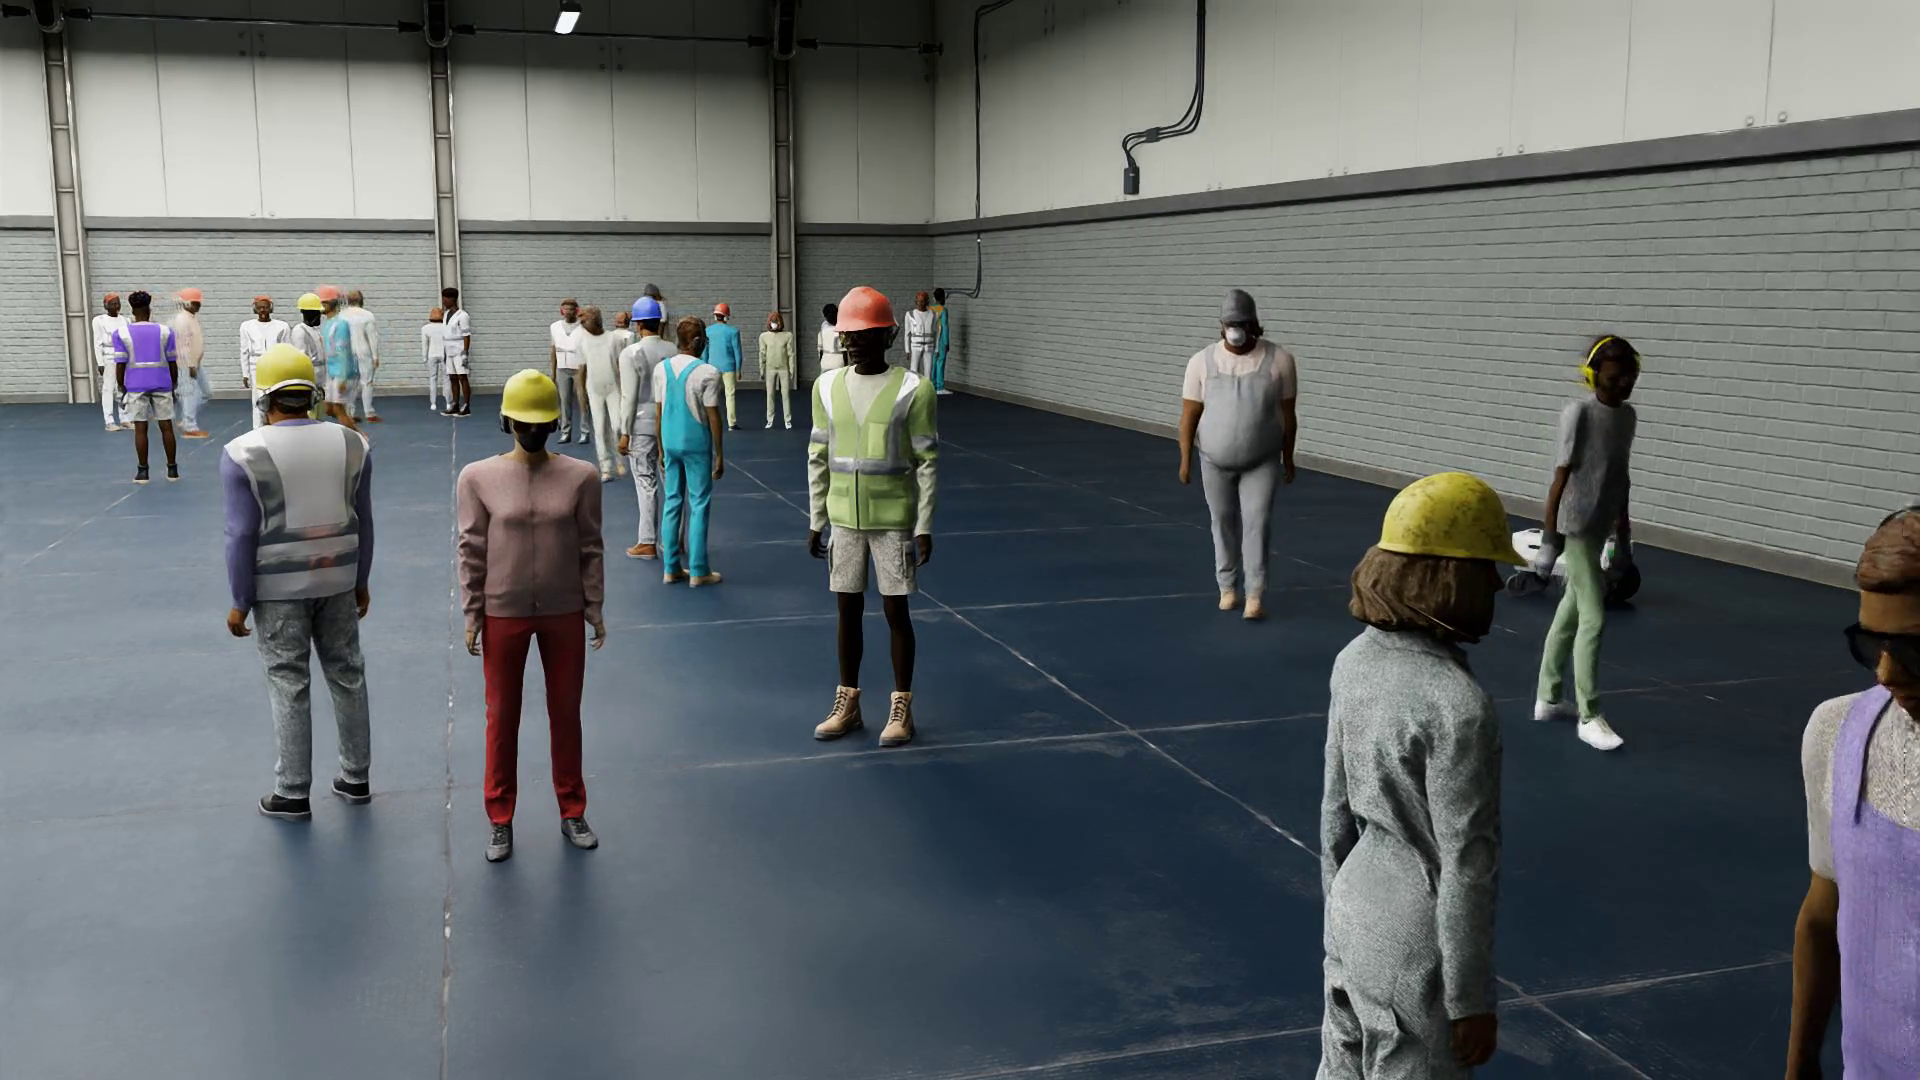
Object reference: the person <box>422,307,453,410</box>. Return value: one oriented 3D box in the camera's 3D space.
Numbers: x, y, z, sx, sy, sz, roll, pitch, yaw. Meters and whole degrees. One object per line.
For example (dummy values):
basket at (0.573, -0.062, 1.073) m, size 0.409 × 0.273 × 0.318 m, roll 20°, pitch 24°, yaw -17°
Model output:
person at (-8.324, -2.896, 26.577) m, size 0.507 × 1.632 × 0.274 m, roll -2°, pitch 9°, yaw -13°

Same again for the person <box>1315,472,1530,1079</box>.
person at (0.828, 0.744, 3.018) m, size 0.314 × 1.740 × 0.486 m, roll -2°, pitch 9°, yaw -13°

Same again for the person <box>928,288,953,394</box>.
person at (-0.385, -3.595, 30.133) m, size 0.391 × 1.918 × 0.605 m, roll -5°, pitch 10°, yaw -31°

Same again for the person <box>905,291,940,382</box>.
person at (-0.609, -3.097, 27.066) m, size 0.576 × 1.883 × 0.354 m, roll -2°, pitch 9°, yaw -12°

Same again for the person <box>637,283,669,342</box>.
person at (-5.373, -3.552, 29.467) m, size 0.776 × 2.000 × 0.687 m, roll -6°, pitch 11°, yaw -32°

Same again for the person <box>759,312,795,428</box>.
person at (-2.545, -2.357, 23.175) m, size 0.499 × 1.627 × 0.279 m, roll 0°, pitch 9°, yaw 0°

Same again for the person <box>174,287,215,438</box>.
person at (-10.005, -2.305, 21.706) m, size 0.439 × 1.972 × 0.625 m, roll -1°, pitch 9°, yaw -8°

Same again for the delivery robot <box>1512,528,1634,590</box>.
delivery robot at (3.952, 0.075, 10.755) m, size 0.477 × 0.478 × 0.707 m, roll -9°, pitch 13°, yaw -44°

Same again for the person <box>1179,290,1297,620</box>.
person at (1.685, -0.533, 10.208) m, size 0.704 × 2.000 × 0.846 m, roll 3°, pitch 9°, yaw 17°

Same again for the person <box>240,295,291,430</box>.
person at (-8.434, -2.027, 20.242) m, size 0.575 × 1.883 × 0.355 m, roll -4°, pitch 10°, yaw -23°

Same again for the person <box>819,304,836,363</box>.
person at (-2.066, -2.874, 26.229) m, size 0.317 × 1.698 × 0.540 m, roll -1°, pitch 9°, yaw -5°

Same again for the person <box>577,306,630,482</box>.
person at (-3.661, -1.503, 17.109) m, size 0.559 × 1.821 × 0.400 m, roll 0°, pitch 9°, yaw 1°

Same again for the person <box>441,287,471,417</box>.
person at (-7.638, -2.840, 25.179) m, size 0.601 × 1.960 × 0.373 m, roll 8°, pitch 12°, yaw 41°

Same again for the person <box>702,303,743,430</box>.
person at (-3.264, -2.383, 22.918) m, size 0.572 × 1.750 × 0.329 m, roll 2°, pitch 9°, yaw 10°

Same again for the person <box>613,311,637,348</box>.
person at (-4.627, -2.321, 22.900) m, size 0.523 × 1.636 × 0.310 m, roll 6°, pitch 11°, yaw 33°

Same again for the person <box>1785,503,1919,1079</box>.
person at (1.311, 0.842, 2.216) m, size 0.900 × 1.786 × 0.640 m, roll -5°, pitch 10°, yaw -31°

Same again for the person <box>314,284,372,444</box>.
person at (-7.108, -1.903, 19.008) m, size 0.537 × 2.022 × 0.644 m, roll -7°, pitch 11°, yaw -39°

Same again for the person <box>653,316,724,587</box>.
person at (-1.823, -0.591, 11.251) m, size 0.521 × 1.834 × 0.361 m, roll 4°, pitch 10°, yaw 23°

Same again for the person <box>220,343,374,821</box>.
person at (-2.549, 0.164, 6.420) m, size 0.404 × 1.834 × 0.592 m, roll 8°, pitch 12°, yaw 42°

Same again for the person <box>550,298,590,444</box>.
person at (-4.894, -2.133, 21.056) m, size 0.563 × 1.840 × 0.395 m, roll 1°, pitch 9°, yaw 8°

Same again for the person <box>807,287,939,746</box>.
person at (-0.406, -0.097, 7.416) m, size 0.615 × 2.042 × 0.374 m, roll 3°, pitch 9°, yaw 20°

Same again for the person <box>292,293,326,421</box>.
person at (-7.002, -1.700, 18.011) m, size 0.372 × 1.925 × 0.596 m, roll -1°, pitch 9°, yaw -6°

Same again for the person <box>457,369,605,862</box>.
person at (-1.530, 0.267, 5.990) m, size 0.522 × 1.765 × 0.317 m, roll -4°, pitch 10°, yaw -23°

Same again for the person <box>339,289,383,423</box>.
person at (-8.672, -2.645, 24.007) m, size 0.631 × 1.940 × 0.372 m, roll 2°, pitch 9°, yaw 12°

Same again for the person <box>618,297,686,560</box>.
person at (-2.287, -0.828, 12.391) m, size 0.396 × 1.943 × 0.618 m, roll 8°, pitch 12°, yaw 41°

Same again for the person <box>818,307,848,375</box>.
person at (-1.759, -2.418, 23.322) m, size 0.540 × 1.697 × 0.317 m, roll 8°, pitch 12°, yaw 40°

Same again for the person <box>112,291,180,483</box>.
person at (-8.293, -1.556, 16.985) m, size 0.602 × 1.961 × 0.371 m, roll -6°, pitch 11°, yaw -34°

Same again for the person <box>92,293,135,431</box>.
person at (-11.628, -2.444, 22.914) m, size 0.356 × 1.879 × 0.573 m, roll 4°, pitch 10°, yaw 25°

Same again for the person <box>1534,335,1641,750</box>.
person at (2.865, -0.002, 7.496) m, size 0.626 × 1.828 × 0.622 m, roll -8°, pitch 12°, yaw -41°
